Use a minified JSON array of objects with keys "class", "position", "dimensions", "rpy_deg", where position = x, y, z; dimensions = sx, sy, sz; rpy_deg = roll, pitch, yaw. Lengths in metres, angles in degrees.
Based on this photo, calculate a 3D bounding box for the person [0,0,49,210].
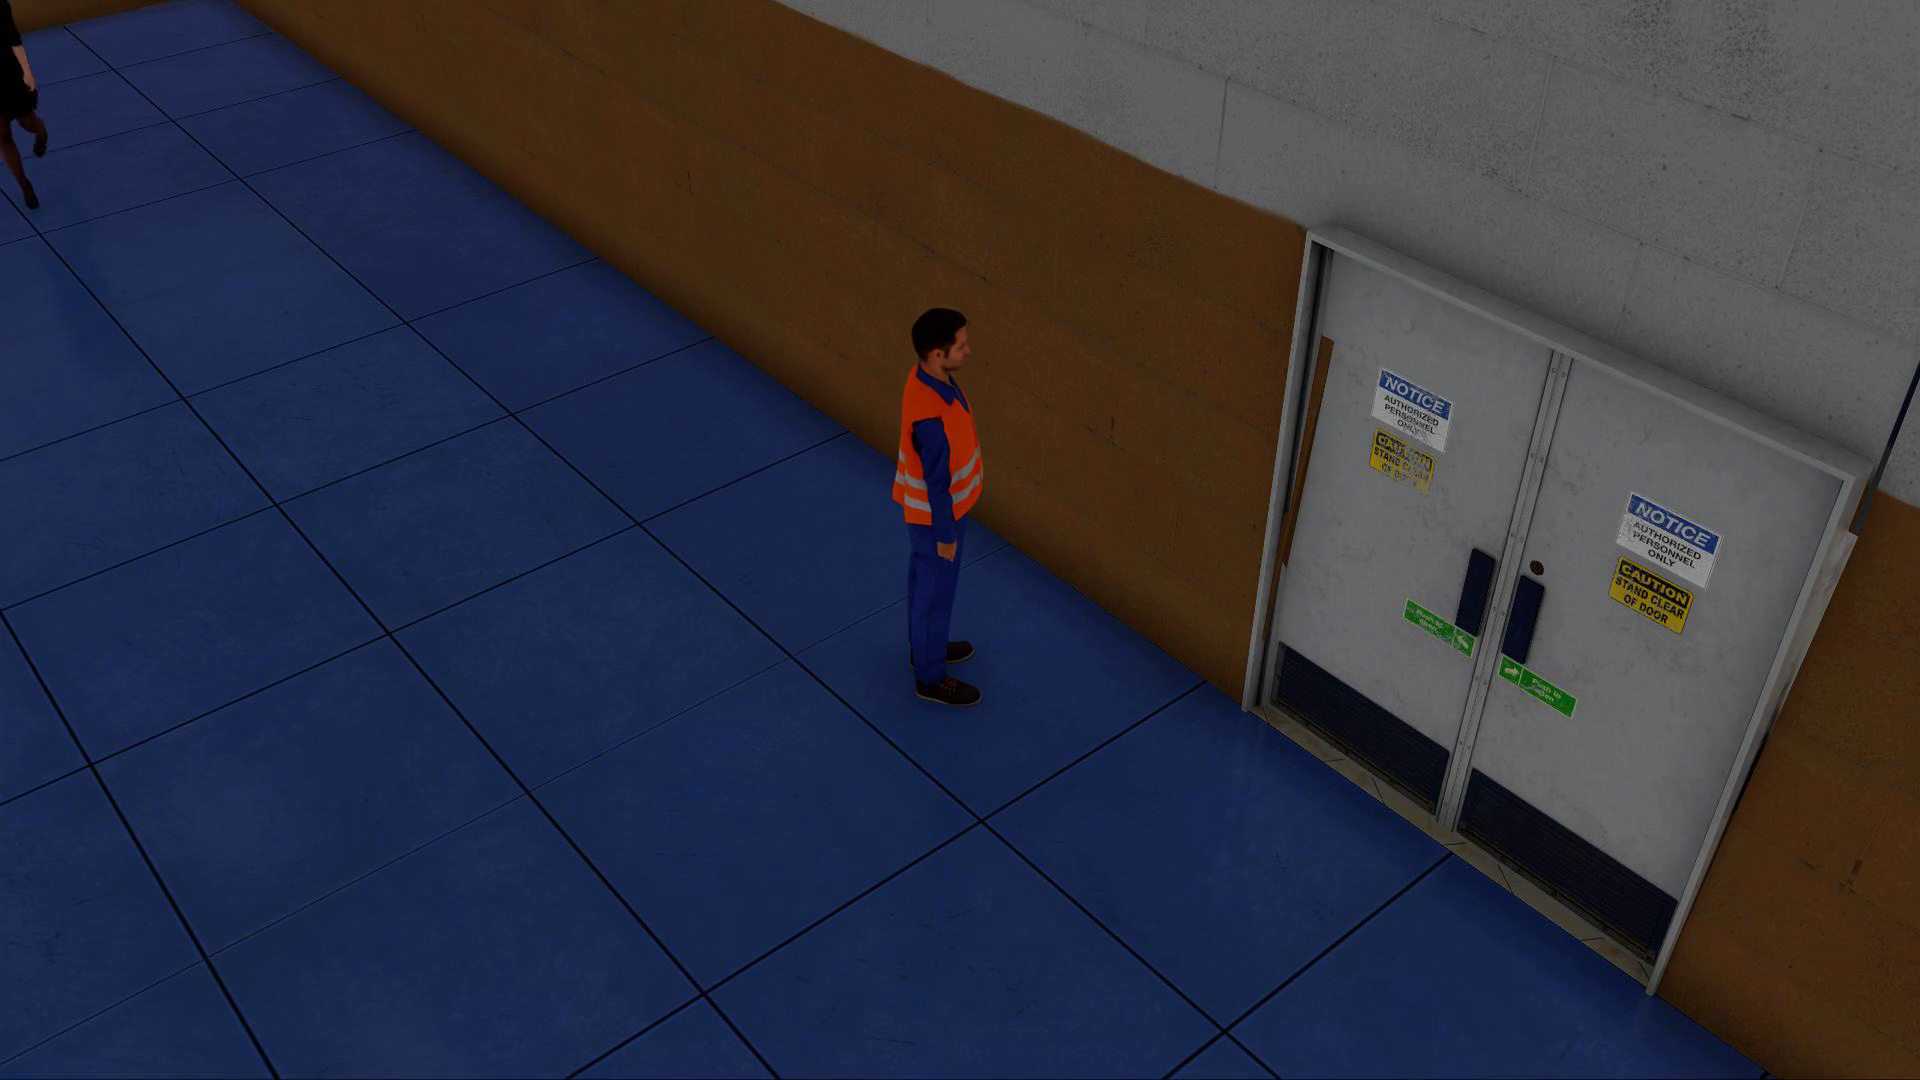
[{"class":"person","position":[-6.306,-3.048,10.914],"dimensions":[0.907,1.687,0.838],"rpy_deg":[-11,38,-15]}]

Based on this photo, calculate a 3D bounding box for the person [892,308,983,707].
[{"class":"person","position":[-0.097,-0.133,6.899],"dimensions":[0.810,1.861,0.782],"rpy_deg":[-2,37,-3]}]
